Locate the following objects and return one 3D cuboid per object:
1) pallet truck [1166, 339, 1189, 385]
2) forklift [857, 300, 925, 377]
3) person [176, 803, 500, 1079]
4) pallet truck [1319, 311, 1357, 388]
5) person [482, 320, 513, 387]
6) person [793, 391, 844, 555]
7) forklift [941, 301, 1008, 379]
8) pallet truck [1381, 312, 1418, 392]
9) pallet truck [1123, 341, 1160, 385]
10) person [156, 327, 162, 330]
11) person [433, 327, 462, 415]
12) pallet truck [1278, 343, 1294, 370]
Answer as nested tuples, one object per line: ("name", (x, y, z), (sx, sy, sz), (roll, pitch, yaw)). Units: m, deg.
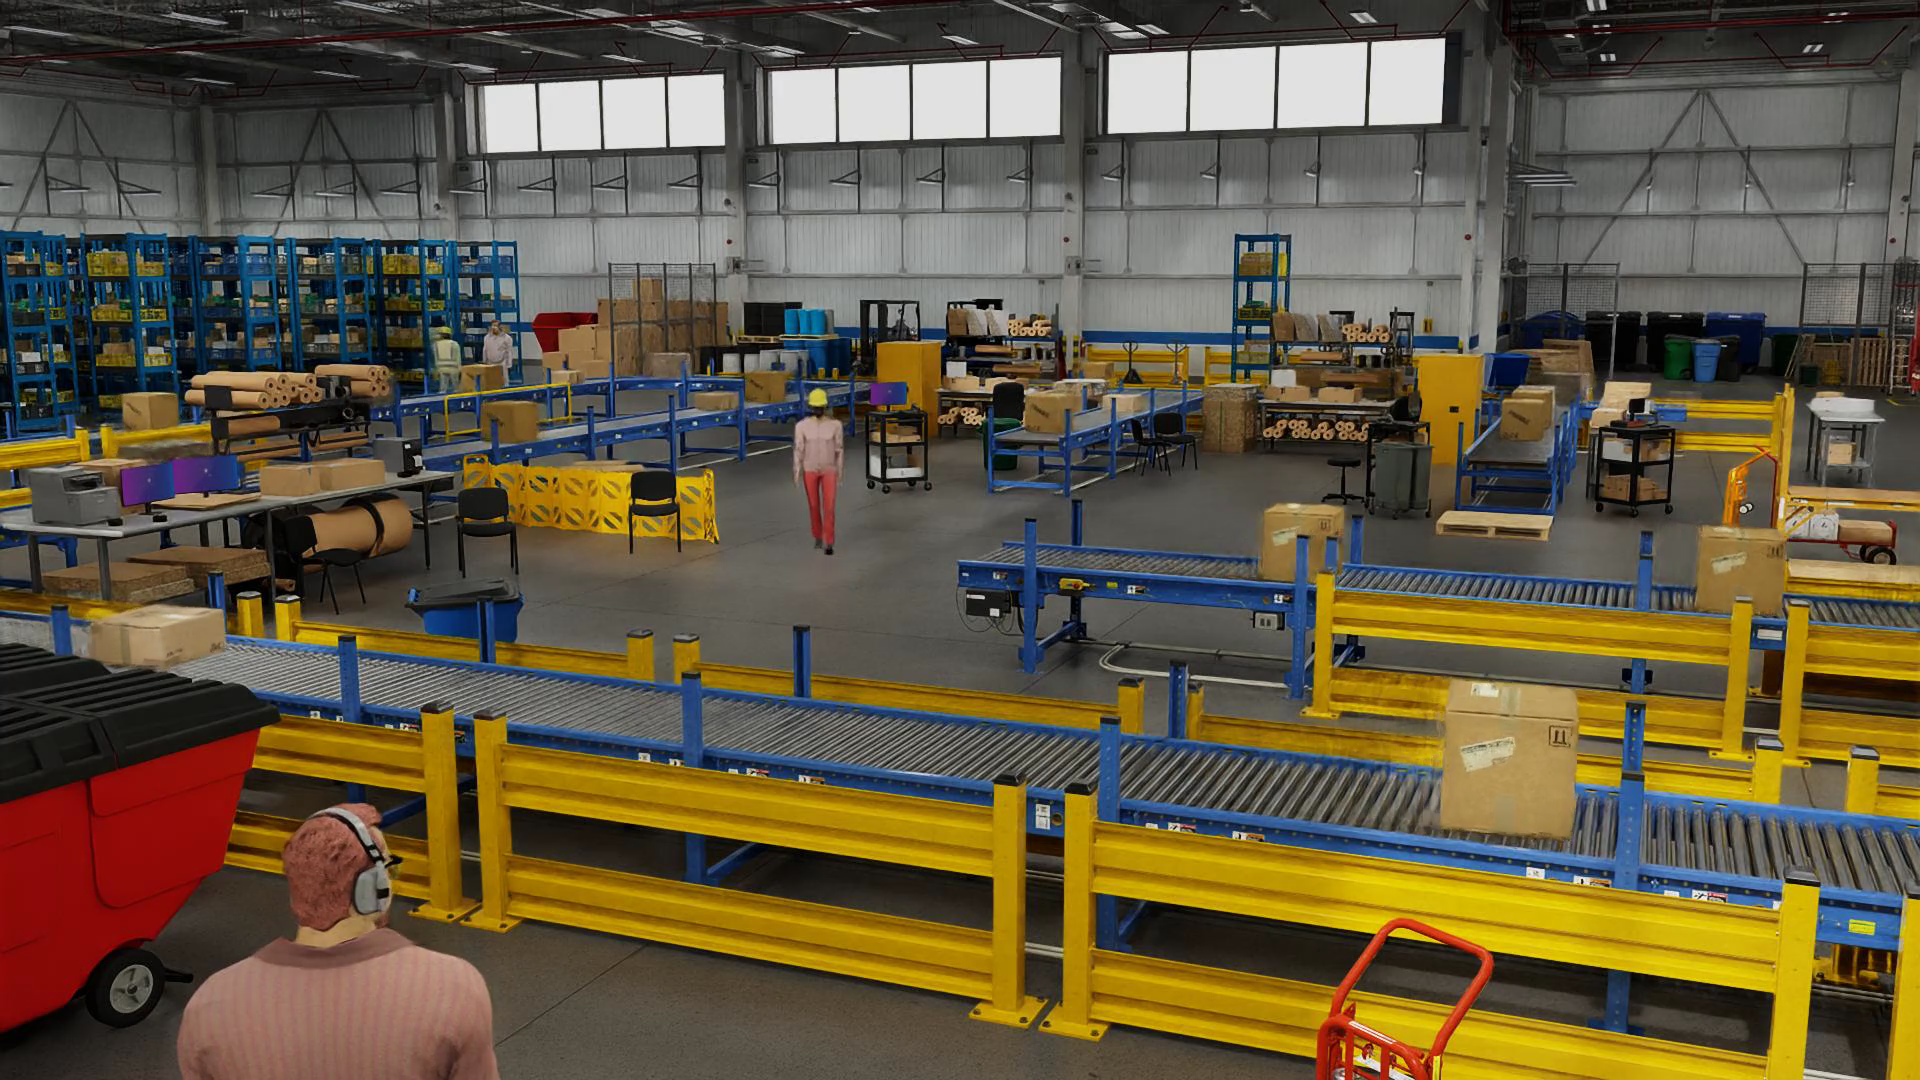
("pallet truck", (5.418, -4.269, 40.420), (0.704, 1.261, 1.522), (3, 10, 20))
("forklift", (-1.732, -5.109, 42.468), (1.157, 1.987, 2.680), (4, 10, 22))
("person", (-1.292, 1.502, 3.600), (0.642, 1.905, 0.401), (-1, 9, -7))
("pallet truck", (9.071, -4.419, 39.190), (0.823, 1.965, 1.885), (5, 10, 26))
("person", (-9.693, -3.655, 34.836), (0.643, 1.909, 0.410), (1, 9, 5))
("person", (-1.484, -0.703, 17.508), (0.541, 1.713, 0.922), (-1, 9, -5))
("forklift", (0.365, -4.966, 41.571), (1.157, 1.987, 2.680), (3, 10, 20))
("pallet truck", (10.207, -4.283, 38.369), (0.823, 1.965, 1.885), (3, 10, 20))
("pallet truck", (4.445, -4.380, 41.279), (0.680, 1.201, 1.601), (4, 10, 22))
("person", (-17.899, -4.009, 37.217), (0.574, 1.831, 0.398), (-7, 11, -35))
("person", (-10.476, -3.484, 34.171), (0.600, 1.776, 0.944), (1, 9, 4))
("pallet truck", (7.886, -4.163, 39.743), (0.653, 1.274, 1.630), (4, 10, 22))
